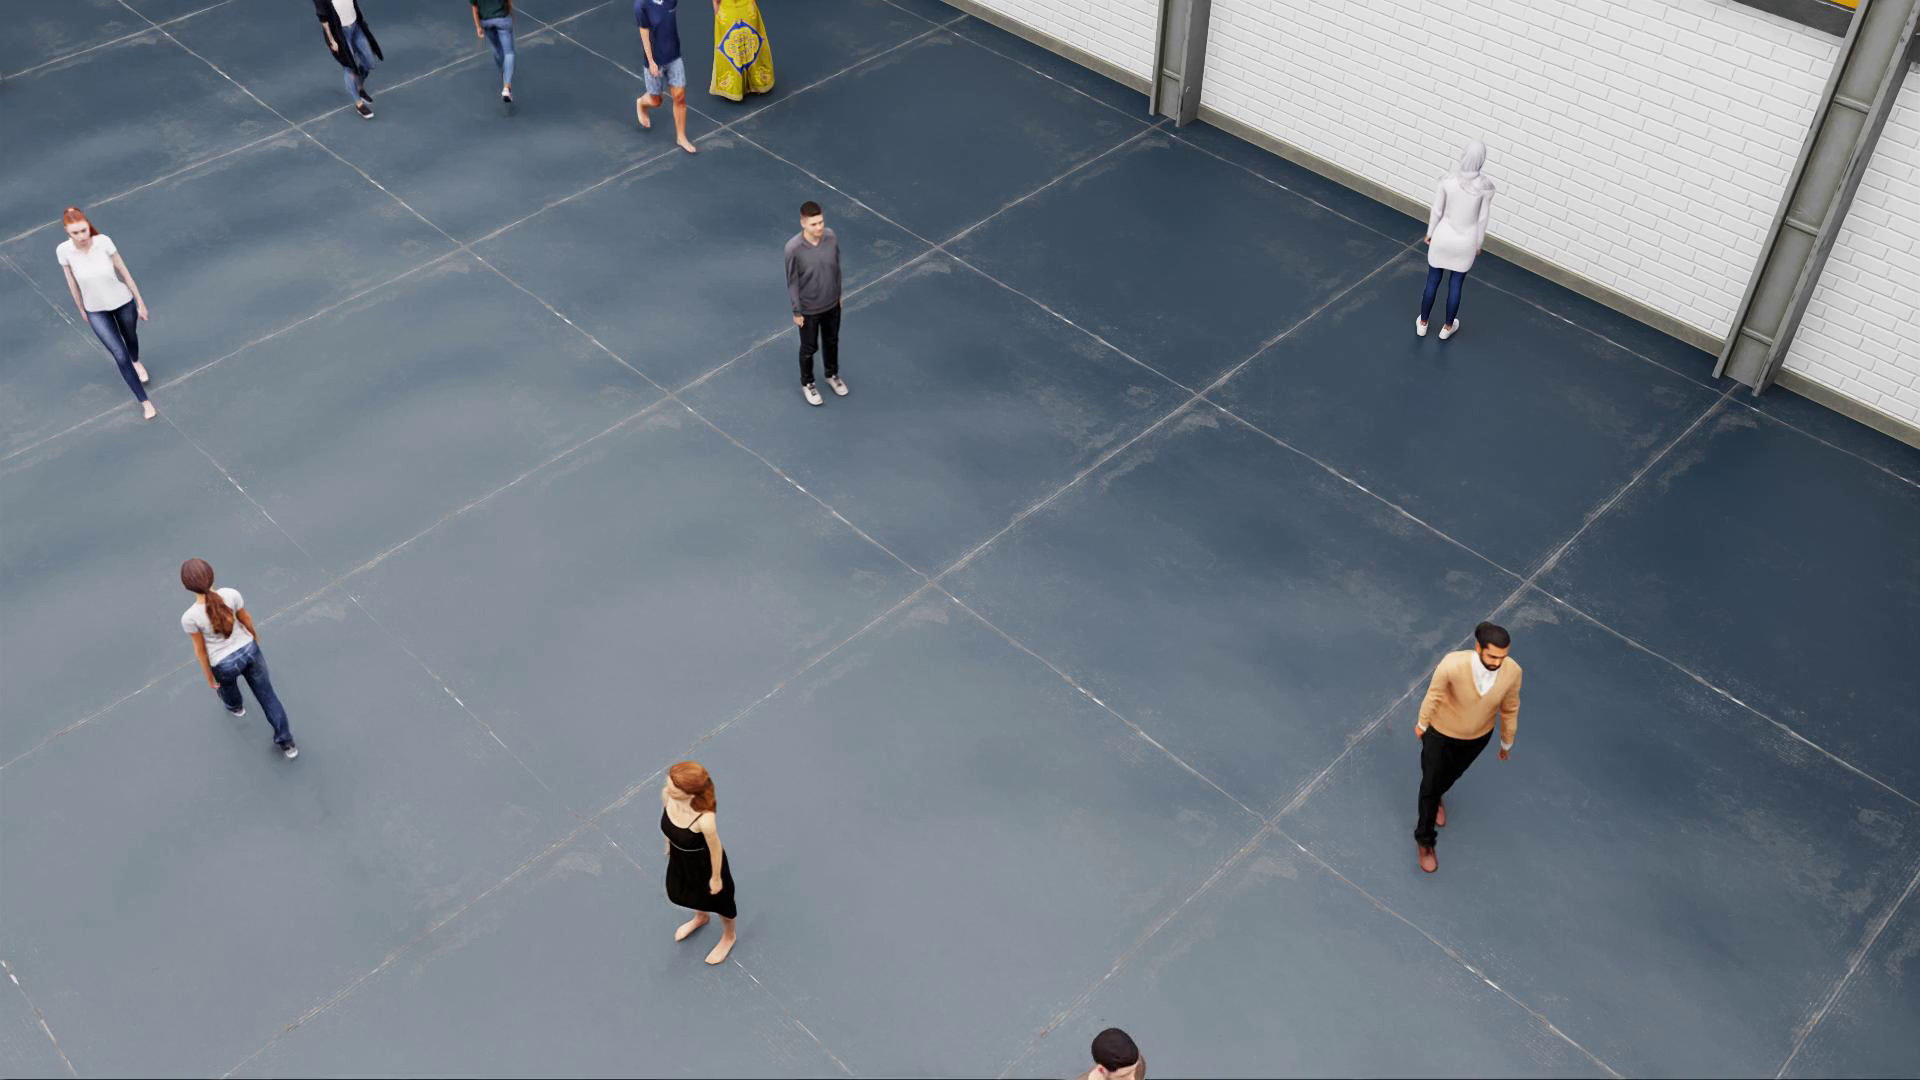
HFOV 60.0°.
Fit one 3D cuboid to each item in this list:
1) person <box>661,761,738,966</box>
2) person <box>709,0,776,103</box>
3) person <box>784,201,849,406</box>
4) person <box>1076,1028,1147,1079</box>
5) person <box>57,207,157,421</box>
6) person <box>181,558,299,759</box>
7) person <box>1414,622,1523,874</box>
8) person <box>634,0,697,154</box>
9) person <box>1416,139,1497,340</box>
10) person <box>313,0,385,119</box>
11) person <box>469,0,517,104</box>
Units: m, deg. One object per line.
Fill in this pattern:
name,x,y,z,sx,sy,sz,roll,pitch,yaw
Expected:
person,-1.428,1.739,9.141,0.499,1.626,0.624,32,52,29
person,-2.192,-5.122,16.319,0.949,1.661,0.907,-19,47,-19
person,-1.097,-1.844,12.804,0.642,1.761,0.581,-26,50,-25
person,0.595,2.820,7.829,0.698,1.871,1.019,-31,52,-29
person,-6.562,-1.825,12.839,0.778,1.686,1.193,-23,48,-23
person,-4.429,0.763,10.243,0.581,1.520,1.024,-33,52,-29
person,2.927,1.066,9.772,1.029,1.731,1.092,0,44,1
person,-2.857,-4.556,15.607,0.668,1.823,1.038,-31,51,-28
person,3.975,-2.404,13.381,0.594,1.777,0.740,17,46,17
person,-6.002,-4.916,16.089,0.722,1.678,0.691,27,50,25
person,-4.549,-5.074,16.319,0.984,1.590,1.093,-4,44,-4
